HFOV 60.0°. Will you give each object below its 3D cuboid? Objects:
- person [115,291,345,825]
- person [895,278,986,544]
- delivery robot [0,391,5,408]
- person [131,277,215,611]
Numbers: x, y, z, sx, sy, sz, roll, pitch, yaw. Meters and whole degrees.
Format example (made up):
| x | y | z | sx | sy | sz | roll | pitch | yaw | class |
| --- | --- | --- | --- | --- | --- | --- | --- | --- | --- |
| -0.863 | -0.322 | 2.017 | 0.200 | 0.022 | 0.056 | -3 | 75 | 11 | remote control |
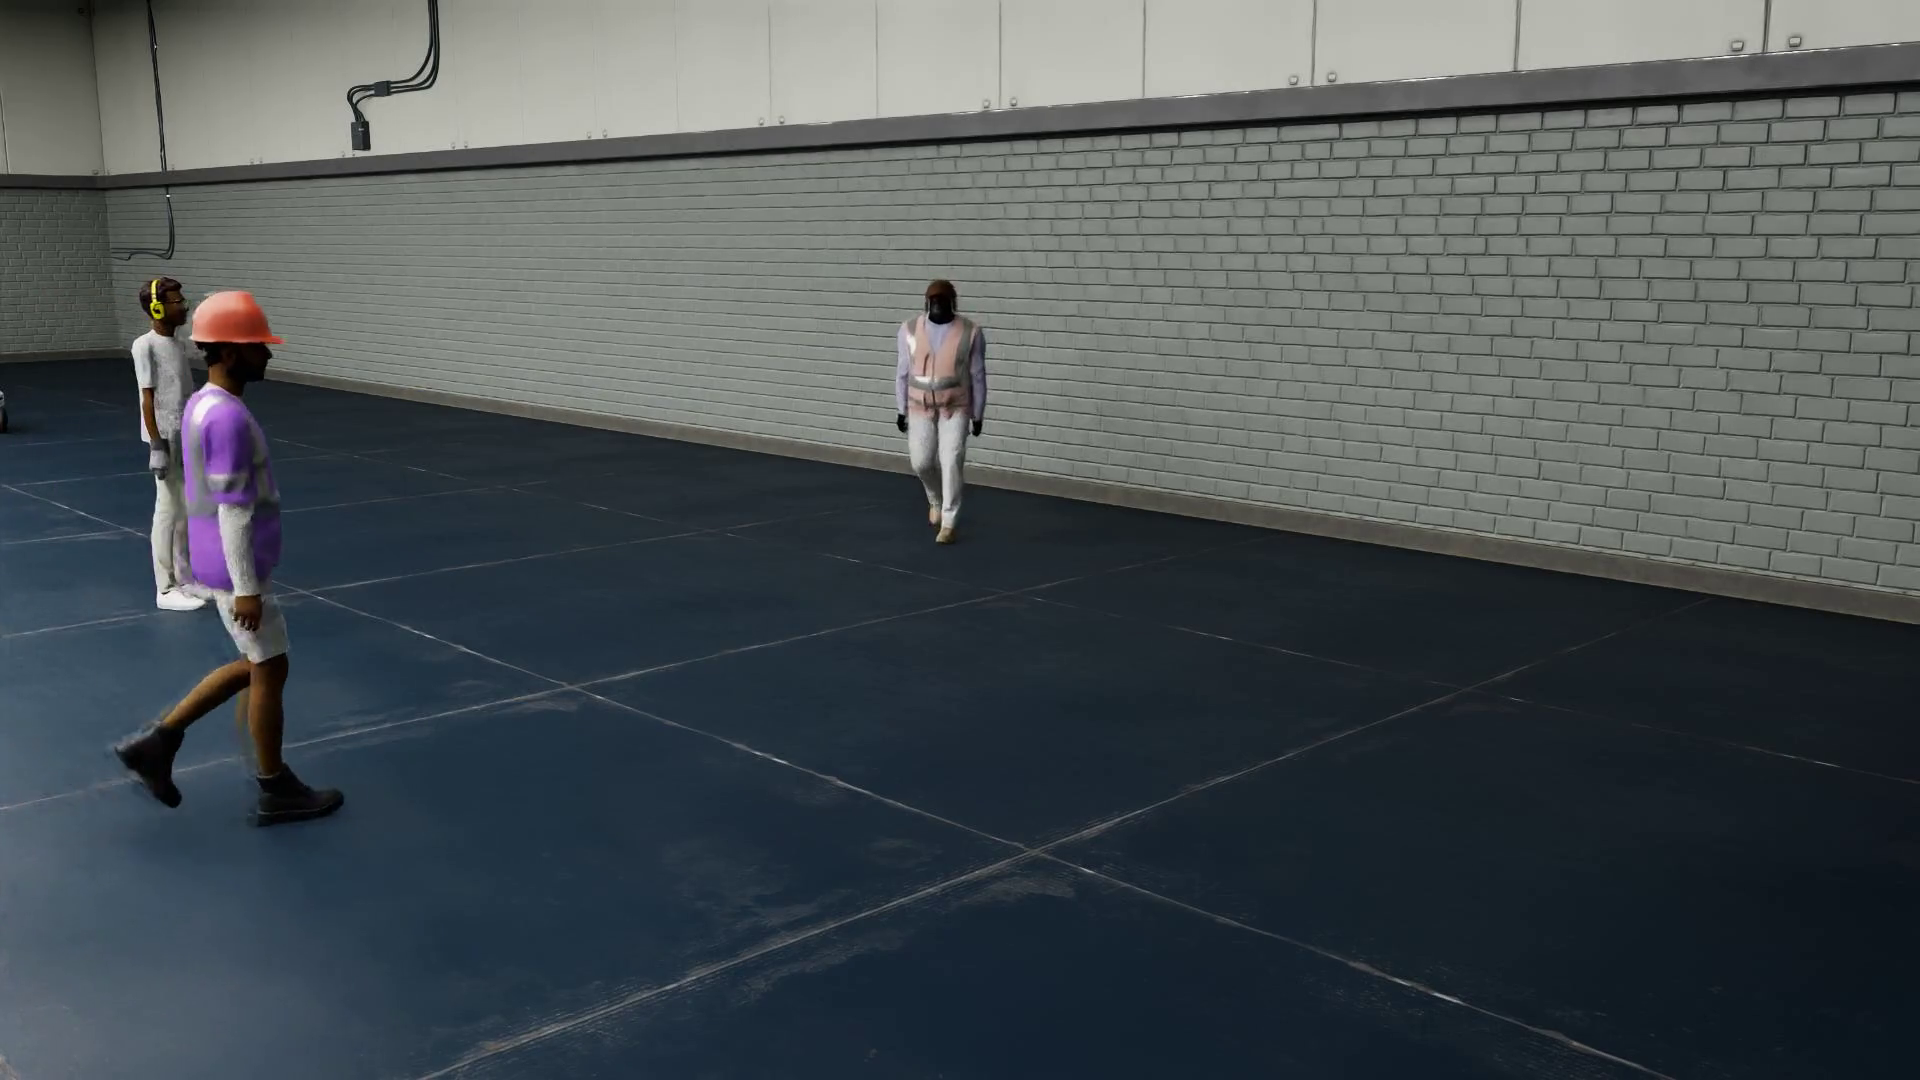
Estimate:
| x | y | z | sx | sy | sz | roll | pitch | yaw | class |
| --- | --- | --- | --- | --- | --- | --- | --- | --- | --- |
| -2.630 | 0.086 | 5.896 | 0.651 | 1.922 | 0.551 | -5 | 12 | -26 | person |
| -0.122 | -0.918 | 11.630 | 0.642 | 1.826 | 0.636 | 2 | 11 | 11 | person |
| -10.624 | -1.490 | 18.069 | 0.477 | 0.478 | 0.707 | -4 | 11 | -21 | delivery robot |
| -4.479 | -0.546 | 9.497 | 0.326 | 1.862 | 0.520 | -1 | 10 | -3 | person |
